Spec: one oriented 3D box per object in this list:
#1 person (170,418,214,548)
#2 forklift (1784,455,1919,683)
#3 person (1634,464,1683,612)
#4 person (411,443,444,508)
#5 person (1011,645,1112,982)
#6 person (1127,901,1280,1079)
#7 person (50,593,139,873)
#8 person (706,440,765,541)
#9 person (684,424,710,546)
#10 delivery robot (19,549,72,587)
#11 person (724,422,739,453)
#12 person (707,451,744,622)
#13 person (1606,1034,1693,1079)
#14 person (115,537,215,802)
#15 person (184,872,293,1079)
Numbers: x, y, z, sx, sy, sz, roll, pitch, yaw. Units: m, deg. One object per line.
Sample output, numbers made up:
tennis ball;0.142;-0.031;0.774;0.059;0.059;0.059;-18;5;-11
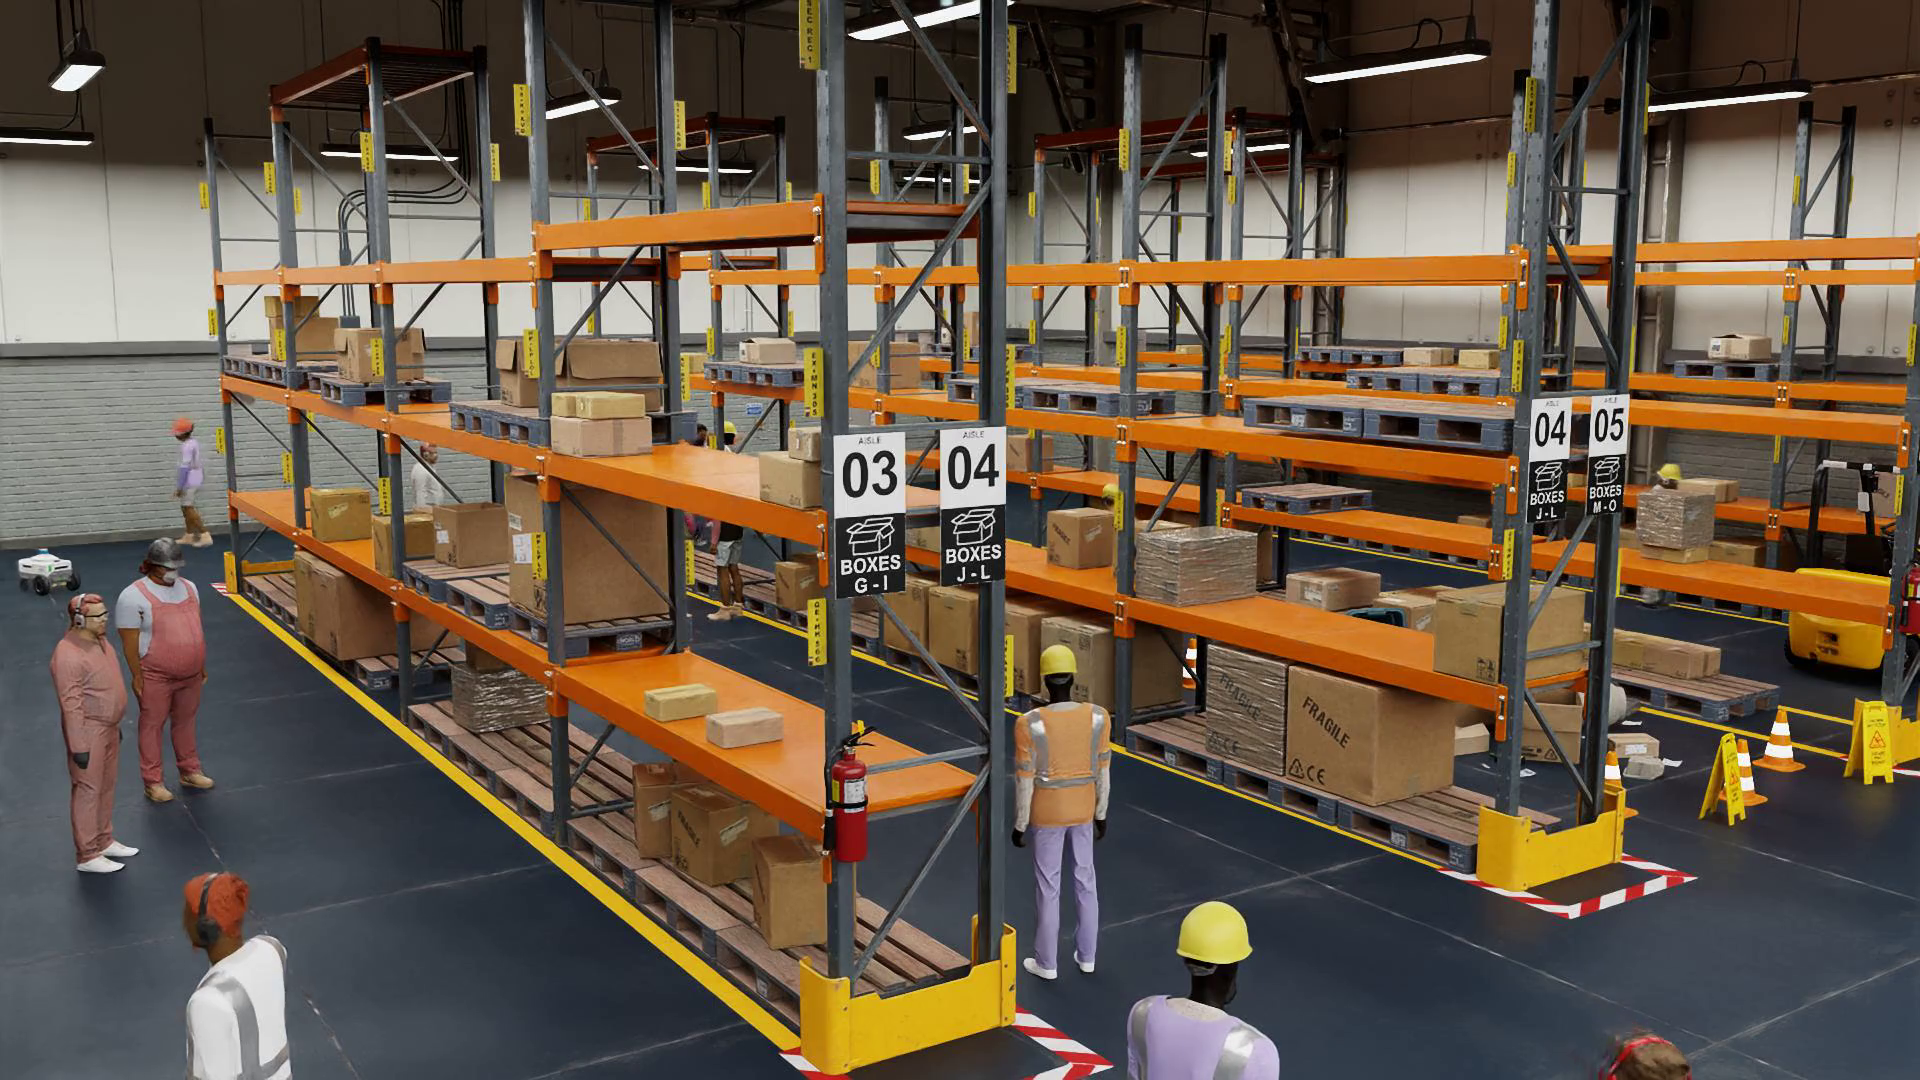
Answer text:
person;-11.754;-0.874;25.382;0.589;1.997;0.678;-3;9;-17
forklift;9.643;0.253;17.172;2.313;2.155;1.214;-6;10;-33
person;8.545;-0.031;20.346;0.478;1.805;0.633;4;9;26
person;-7.129;-0.365;22.302;0.407;1.897;0.652;-2;9;-11
person;0.568;1.549;9.457;0.585;1.917;0.381;-3;9;-18
person;0.812;2.140;5.534;0.403;1.919;0.586;-8;12;-44
person;-5.834;1.295;11.230;0.401;1.901;0.647;-1;9;-7
person;-3.493;-0.817;25.921;0.915;1.707;0.592;-2;9;-13
person;-4.135;-0.880;25.803;0.612;1.869;0.935;-4;9;-25
delivery robot;-11.870;0.360;21.576;0.707;0.478;0.477;5;10;29
person;-3.551;-0.846;25.374;0.372;1.924;0.593;-1;9;-5
person;-2.778;-0.047;19.742;0.408;2.028;0.614;4;9;24
person;1.928;2.282;4.965;0.594;1.816;0.815;-1;9;-6
person;-6.094;0.975;12.873;0.537;2.000;0.679;4;9;25
person;-2.571;2.091;5.955;0.337;1.882;0.584;0;9;-1
